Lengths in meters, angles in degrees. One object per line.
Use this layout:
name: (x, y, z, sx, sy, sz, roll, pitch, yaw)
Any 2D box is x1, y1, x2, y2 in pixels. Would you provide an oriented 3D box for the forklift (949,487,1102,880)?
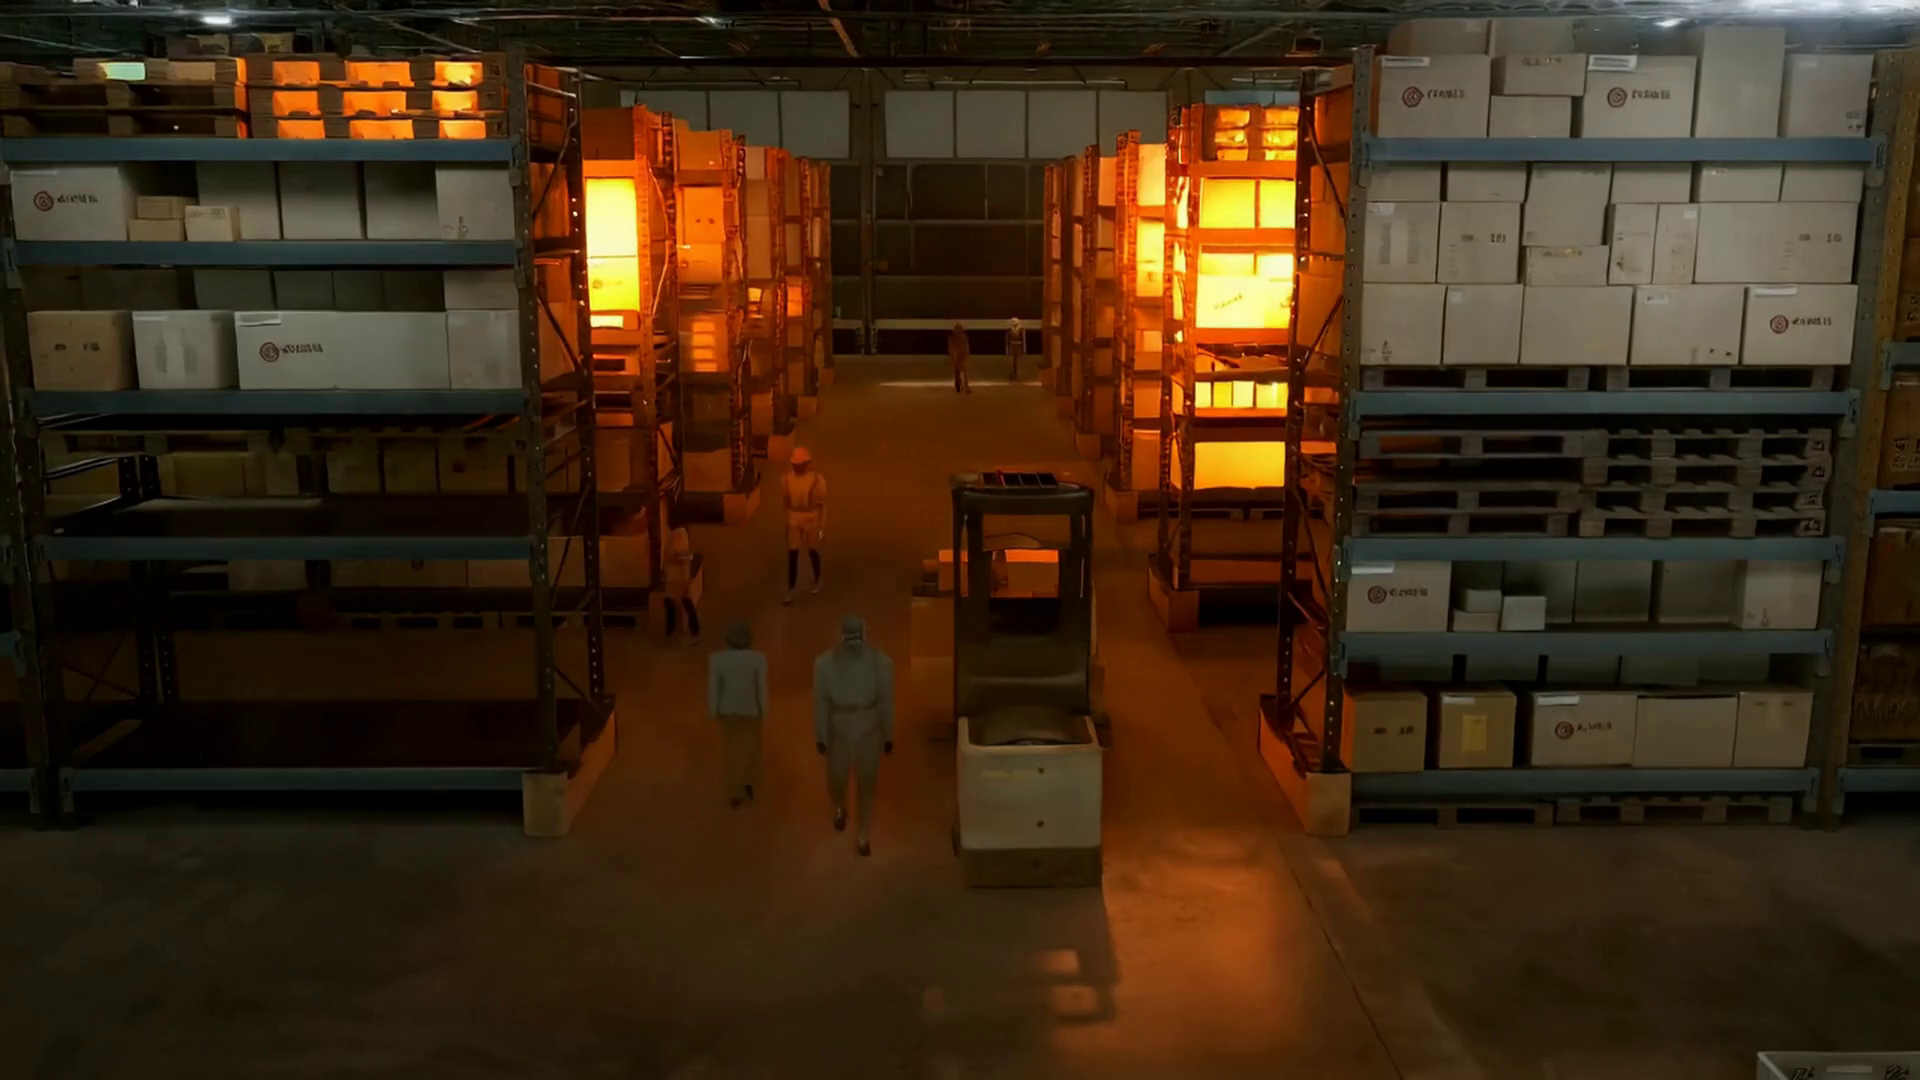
forklift: (0.495, 0.986, 12.813, 1.129, 2.768, 1.873, 0, 11, -2)

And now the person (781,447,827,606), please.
person: (-1.958, -0.198, 20.932, 0.628, 1.985, 1.070, 3, 12, 13)

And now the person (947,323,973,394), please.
person: (-0.005, -4.787, 43.977, 0.639, 1.857, 0.953, -3, 12, -13)

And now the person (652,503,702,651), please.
person: (-3.239, 0.411, 18.661, 0.696, 1.665, 0.540, -3, 12, -16)

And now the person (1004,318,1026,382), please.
person: (1.577, -5.438, 47.379, 0.586, 1.795, 0.985, 1, 11, 7)

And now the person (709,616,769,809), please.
person: (-1.823, 1.437, 13.700, 0.512, 1.618, 0.408, 0, 11, 0)

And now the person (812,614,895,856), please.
person: (-0.824, 1.470, 12.897, 0.644, 1.888, 0.551, -1, 11, -6)
